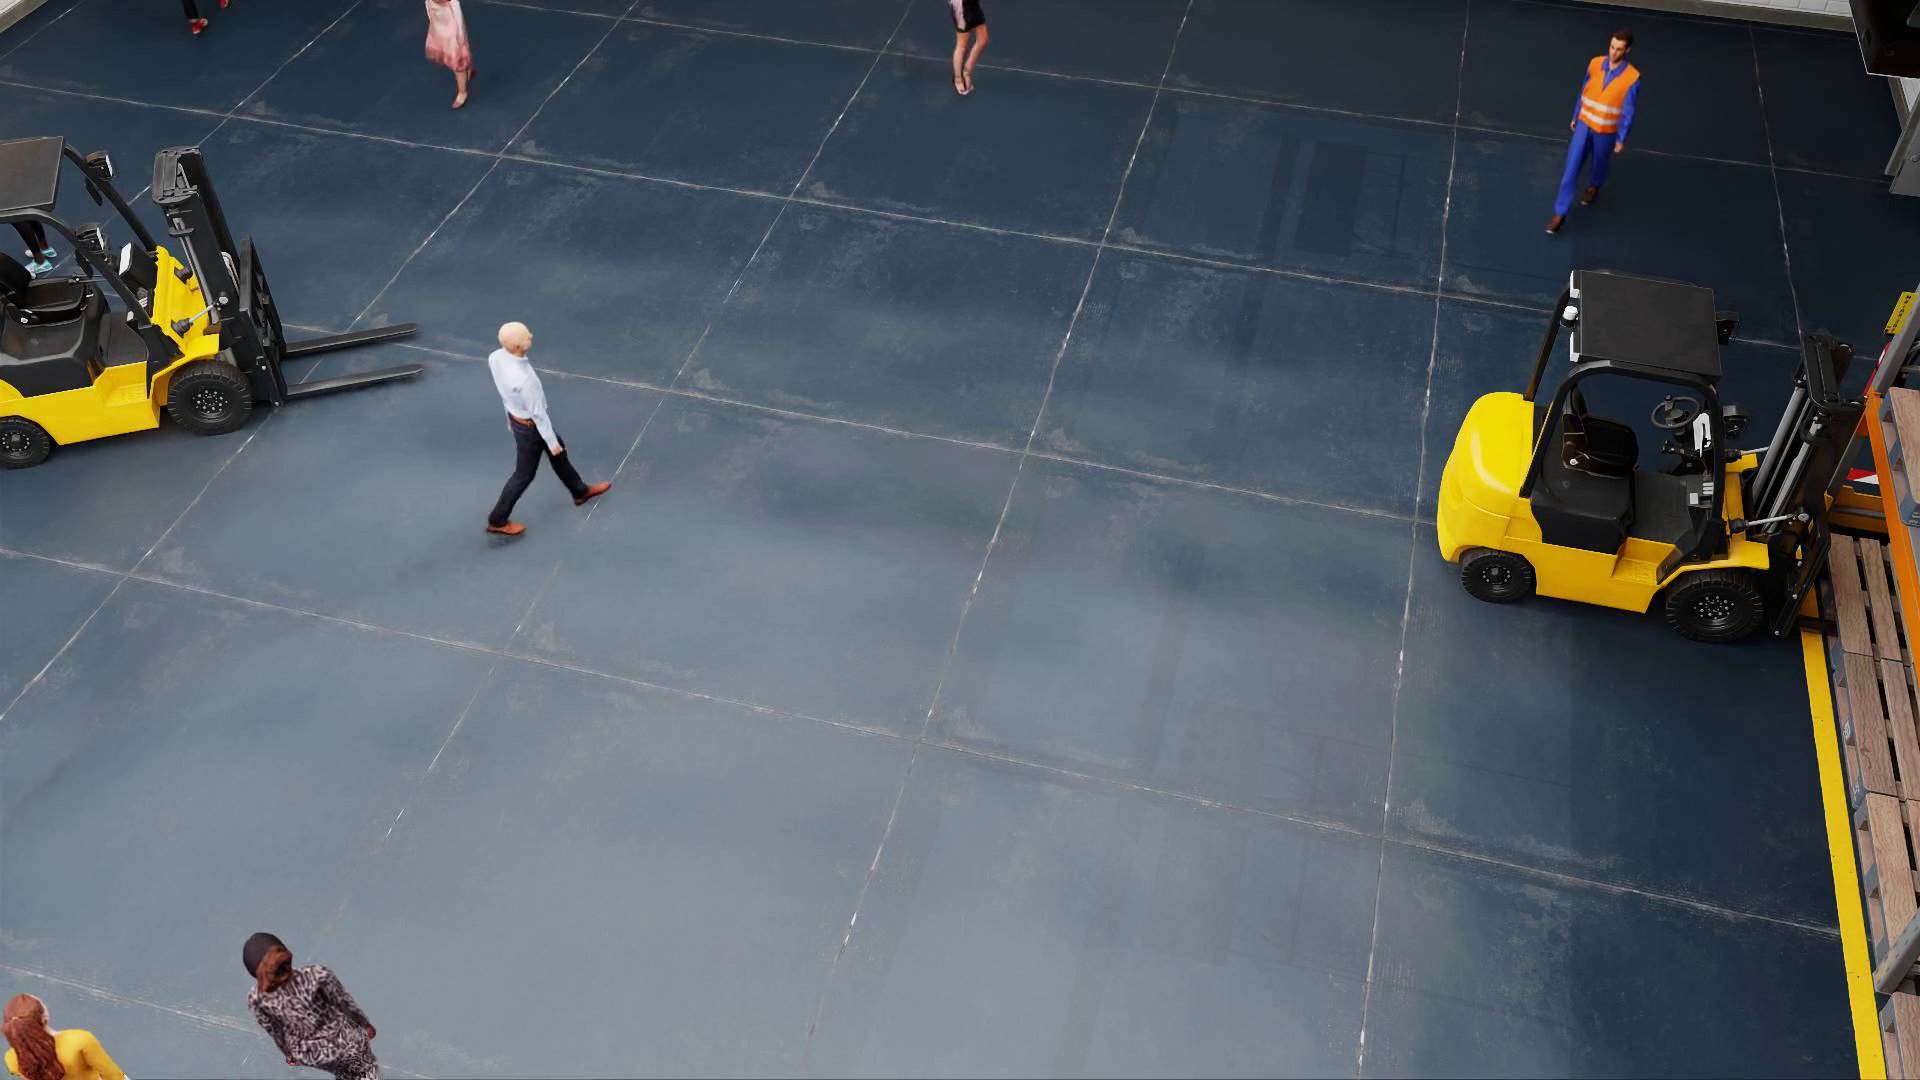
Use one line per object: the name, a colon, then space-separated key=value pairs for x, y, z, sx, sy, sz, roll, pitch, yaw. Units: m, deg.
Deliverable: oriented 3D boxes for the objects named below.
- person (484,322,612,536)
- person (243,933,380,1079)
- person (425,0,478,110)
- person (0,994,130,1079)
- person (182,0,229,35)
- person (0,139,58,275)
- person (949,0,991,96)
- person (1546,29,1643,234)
person: x=-3.124 y=-0.752 z=11.805 sx=1.287 sy=1.755 sz=1.189 roll=-24 pitch=49 yaw=-23
person: x=-3.184 y=2.592 z=8.344 sx=0.912 sy=1.687 sz=1.038 roll=-8 pitch=44 yaw=-9
person: x=-5.033 y=-5.130 z=16.453 sx=0.708 sy=1.682 sz=0.772 roll=21 pitch=47 yaw=20
person: x=-4.220 y=2.828 z=8.067 sx=0.867 sy=1.727 sz=0.953 roll=-18 pitch=46 yaw=-18
person: x=-8.233 y=-6.206 z=17.556 sx=0.820 sy=1.719 sz=1.149 roll=1 pitch=44 yaw=1
person: x=-8.215 y=-3.120 z=14.250 sx=0.735 sy=1.811 sz=0.583 roll=-5 pitch=44 yaw=-6
person: x=-0.014 y=-5.264 z=16.509 sx=0.797 sy=1.800 sz=0.679 roll=27 pitch=50 yaw=26
person: x=5.733 y=-3.700 z=14.850 sx=0.995 sy=1.823 sz=1.307 roll=27 pitch=50 yaw=26
